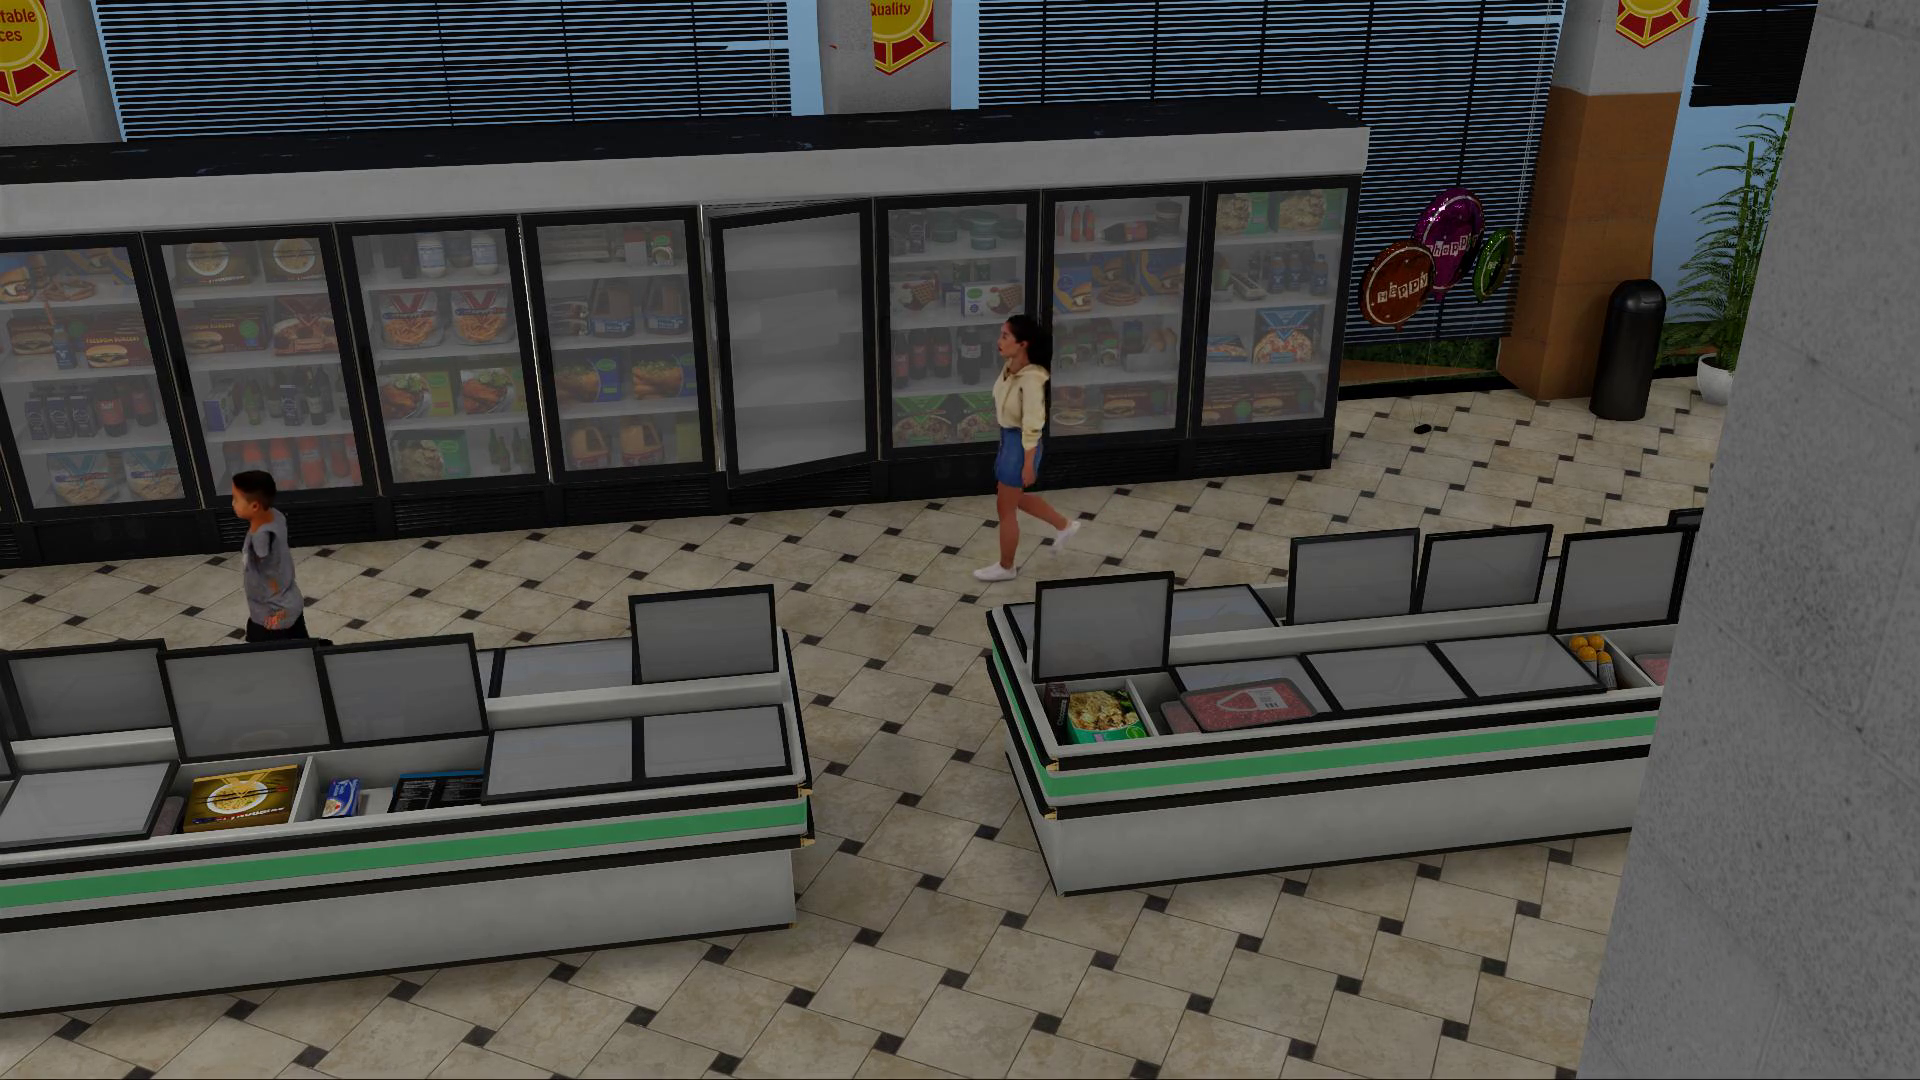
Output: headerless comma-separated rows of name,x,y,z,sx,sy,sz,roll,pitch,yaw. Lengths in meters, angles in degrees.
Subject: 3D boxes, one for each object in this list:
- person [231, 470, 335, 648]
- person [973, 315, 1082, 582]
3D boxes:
person,-3.306,0.258,8.158,0.935,1.441,0.590,-6,28,-13
person,0.406,-0.515,9.486,0.866,1.619,0.639,-5,27,-10
